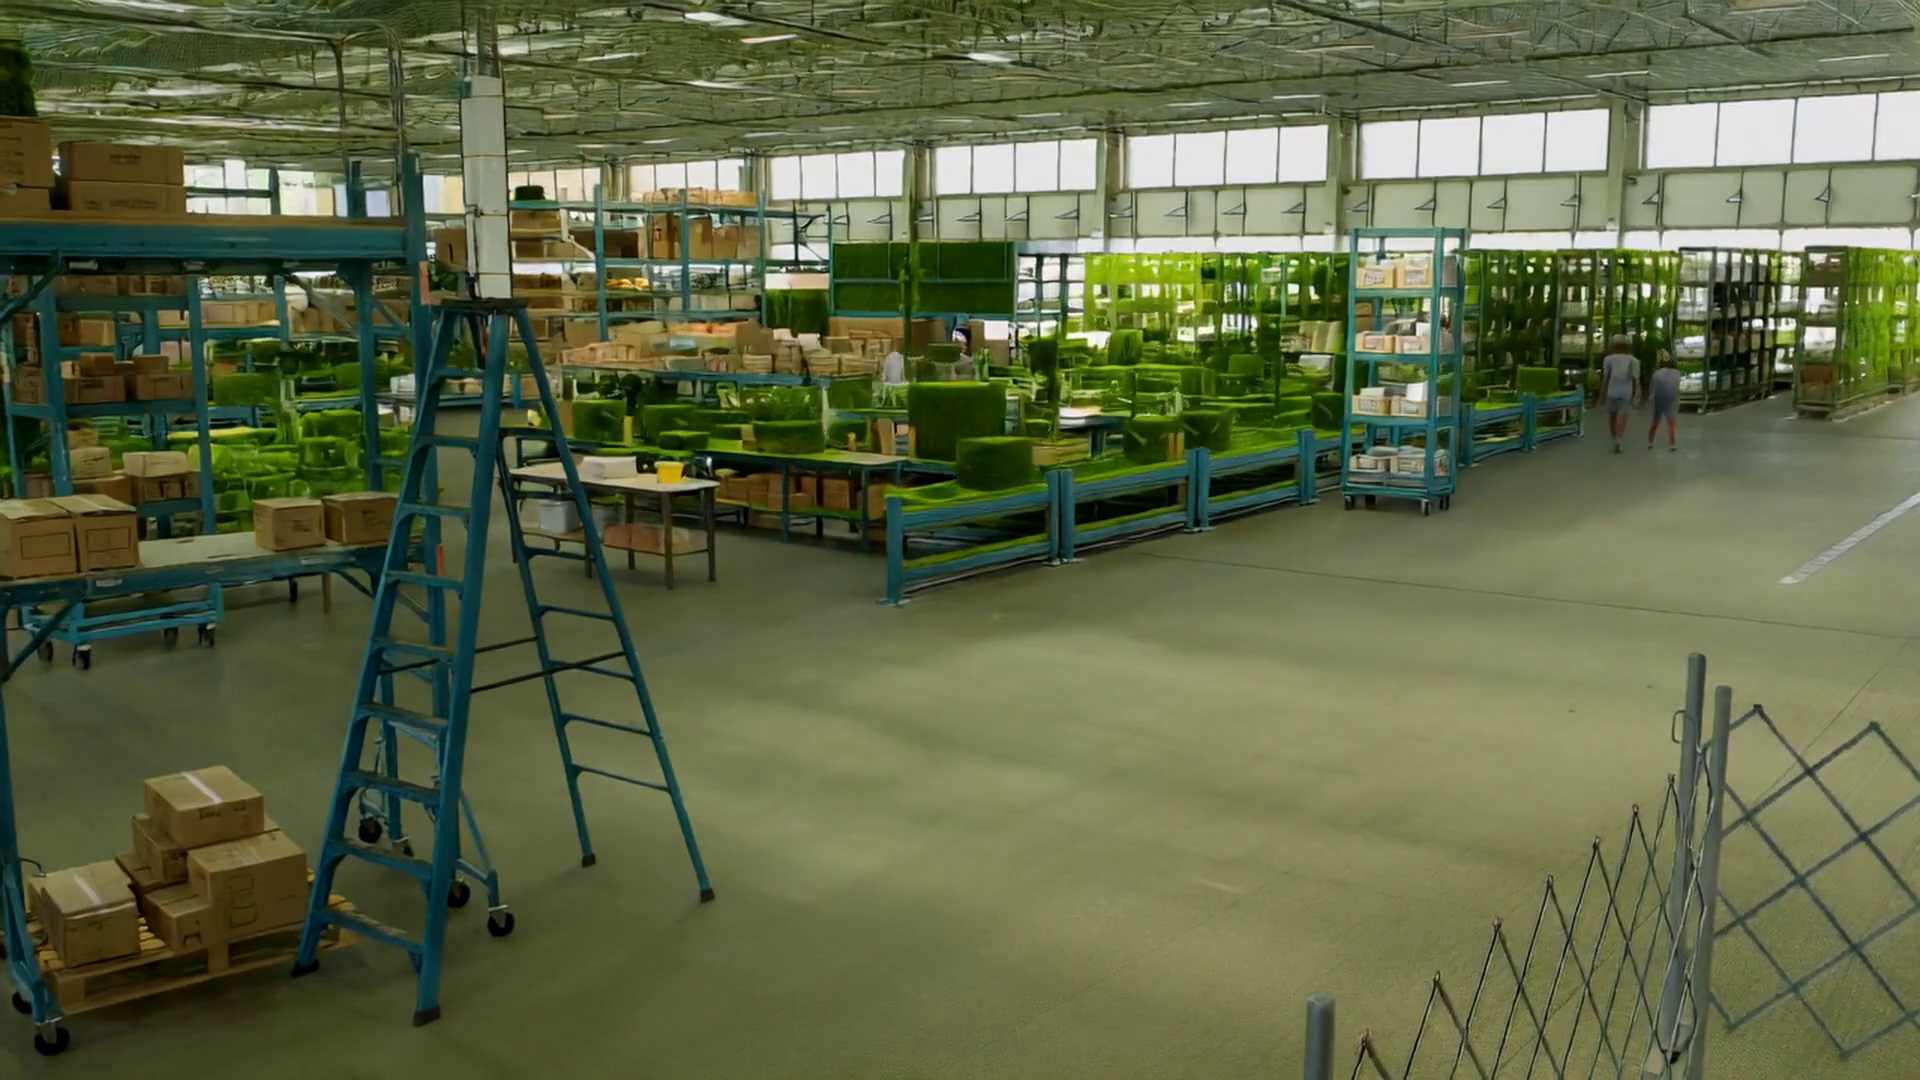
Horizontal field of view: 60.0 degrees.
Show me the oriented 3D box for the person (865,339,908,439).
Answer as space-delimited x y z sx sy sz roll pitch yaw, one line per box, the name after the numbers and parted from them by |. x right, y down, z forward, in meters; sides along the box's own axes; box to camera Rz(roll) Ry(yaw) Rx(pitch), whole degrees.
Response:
-1.266 -2.761 30.485 1.009 1.842 0.660 2 9 10 | person

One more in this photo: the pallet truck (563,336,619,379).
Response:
-10.690 -5.294 48.215 1.601 1.201 0.680 -5 10 -26 | pallet truck

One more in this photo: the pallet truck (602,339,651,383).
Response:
-8.991 -4.871 45.351 0.653 1.274 1.630 7 11 37 | pallet truck

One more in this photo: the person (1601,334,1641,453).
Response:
11.238 -2.494 28.328 0.619 2.015 0.949 5 10 29 | person

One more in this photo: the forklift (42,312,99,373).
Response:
-23.779 -5.451 44.052 1.873 2.768 1.129 7 11 36 | forklift

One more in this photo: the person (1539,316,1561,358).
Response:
17.005 -5.574 47.716 0.988 1.942 0.652 -7 11 -37 | person

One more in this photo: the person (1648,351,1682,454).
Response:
12.015 -2.364 28.381 0.541 1.725 0.902 0 9 3 | person

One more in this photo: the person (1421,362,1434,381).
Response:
11.709 -4.503 41.561 0.525 1.788 0.647 2 9 10 | person

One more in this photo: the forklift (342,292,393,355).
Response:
-16.485 -5.622 45.120 1.129 2.768 1.873 7 11 37 | forklift
